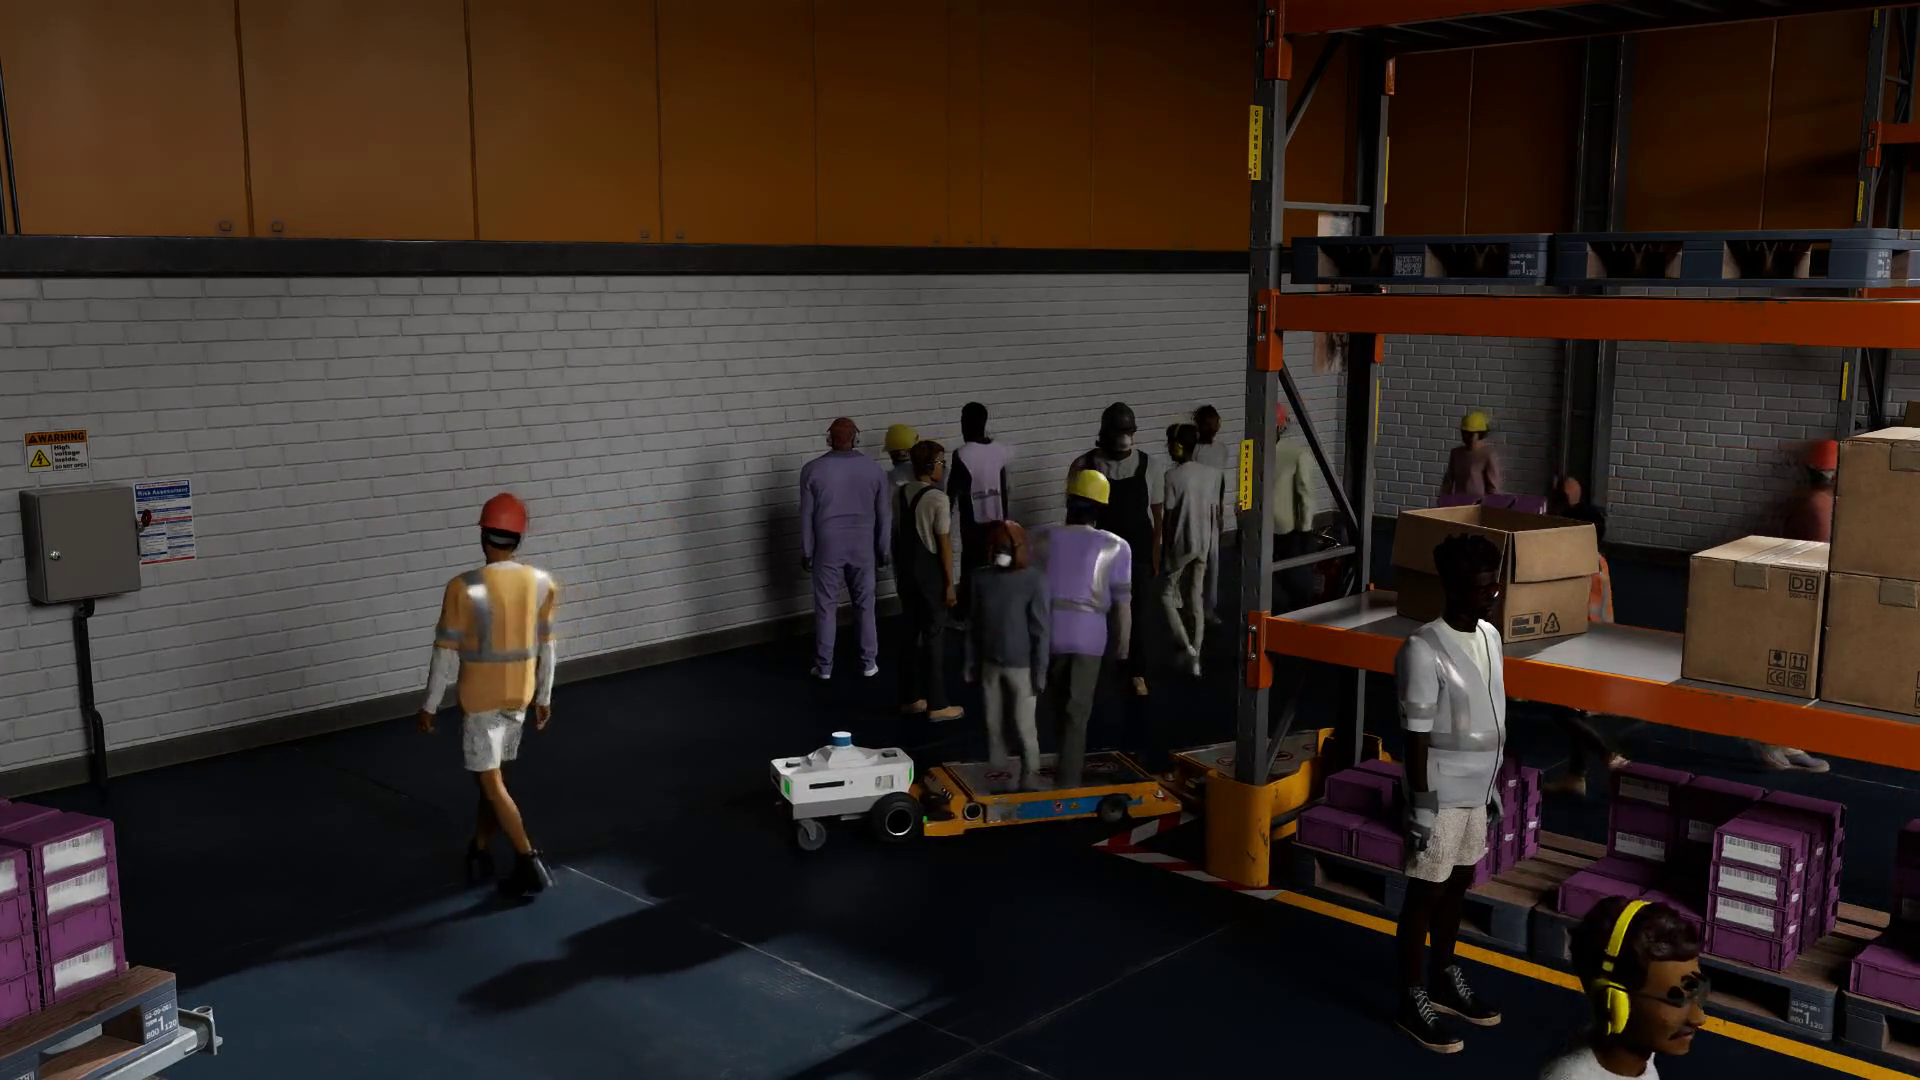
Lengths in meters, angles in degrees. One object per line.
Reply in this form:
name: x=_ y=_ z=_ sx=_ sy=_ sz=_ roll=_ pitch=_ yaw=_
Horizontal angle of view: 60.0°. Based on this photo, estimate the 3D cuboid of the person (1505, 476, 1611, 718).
person: x=3.968 y=0.370 z=11.024 sx=0.864 sy=1.588 sz=0.518 roll=6 pitch=11 yaw=33

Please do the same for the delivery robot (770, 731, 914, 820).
delivery robot: x=-0.613 y=1.235 z=8.596 sx=0.707 sy=0.478 sz=0.477 roll=-3 pitch=10 yaw=-19

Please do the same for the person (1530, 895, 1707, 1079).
person: x=1.213 y=1.544 z=3.137 sx=1.004 sy=1.811 sz=0.534 roll=8 pitch=12 yaw=42

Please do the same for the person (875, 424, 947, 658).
person: x=-0.393 y=0.005 z=12.613 sx=0.624 sy=1.798 sz=0.497 roll=-7 pitch=12 yaw=-38

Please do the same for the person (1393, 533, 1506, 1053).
person: x=1.887 y=0.942 z=6.364 sx=0.367 sy=1.966 sz=0.605 roll=9 pitch=13 yaw=44

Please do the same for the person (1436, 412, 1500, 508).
person: x=4.489 y=-0.270 z=14.564 sx=0.917 sy=1.722 sz=0.536 roll=-5 pitch=10 yaw=-26

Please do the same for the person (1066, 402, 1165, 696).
person: x=1.075 y=0.070 z=11.485 sx=0.683 sy=2.000 sz=0.537 roll=0 pitch=9 yaw=1

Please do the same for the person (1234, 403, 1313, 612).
person: x=2.486 y=-0.143 z=13.062 sx=0.634 sy=1.957 sz=0.852 roll=6 pitch=11 yaw=31

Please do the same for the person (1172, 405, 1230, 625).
person: x=1.991 y=-0.244 z=14.077 sx=0.521 sy=1.833 sz=0.884 roll=-3 pitch=10 yaw=-16

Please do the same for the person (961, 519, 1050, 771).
person: x=0.239 y=0.689 z=8.979 sx=0.569 sy=1.628 sz=0.312 roll=7 pitch=11 yaw=36

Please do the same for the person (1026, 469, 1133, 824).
person: x=0.628 y=0.551 z=9.120 sx=0.620 sy=1.850 sz=1.007 roll=3 pitch=10 yaw=18

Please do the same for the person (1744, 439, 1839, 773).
person: x=4.924 y=0.400 z=9.640 sx=0.464 sy=1.975 sz=0.631 roll=3 pitch=10 yaw=18

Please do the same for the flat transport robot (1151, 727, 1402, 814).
flat transport robot: x=1.833 y=1.293 z=9.393 sx=1.431 sy=0.197 sz=0.652 roll=-5 pitch=10 yaw=-26

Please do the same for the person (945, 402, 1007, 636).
person: x=0.012 y=-0.150 z=13.313 sx=0.803 sy=1.890 sz=0.604 roll=6 pitch=11 yaw=34

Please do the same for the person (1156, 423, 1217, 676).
person: x=1.640 y=0.076 z=12.048 sx=0.524 sy=1.851 sz=0.387 roll=-4 pitch=10 yaw=-23

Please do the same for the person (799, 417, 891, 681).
person: x=-0.832 y=0.060 z=12.023 sx=0.662 sy=1.895 sz=0.405 roll=-2 pitch=10 yaw=-13

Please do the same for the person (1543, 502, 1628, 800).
person: x=3.454 y=0.629 z=9.130 sx=0.426 sy=1.682 sz=0.549 roll=4 pitch=10 yaw=21

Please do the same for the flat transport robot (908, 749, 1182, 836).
flat transport robot: x=0.416 y=1.354 z=9.025 sx=1.431 sy=0.197 sz=0.652 roll=-3 pitch=10 yaw=-15

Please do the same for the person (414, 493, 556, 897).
person: x=-2.194 y=0.737 z=7.833 sx=0.675 sy=1.897 sz=0.623 roll=8 pitch=12 yaw=40

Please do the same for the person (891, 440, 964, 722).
person: x=-0.230 y=0.267 z=10.887 sx=0.505 sy=1.842 sz=0.349 roll=9 pitch=13 yaw=44
